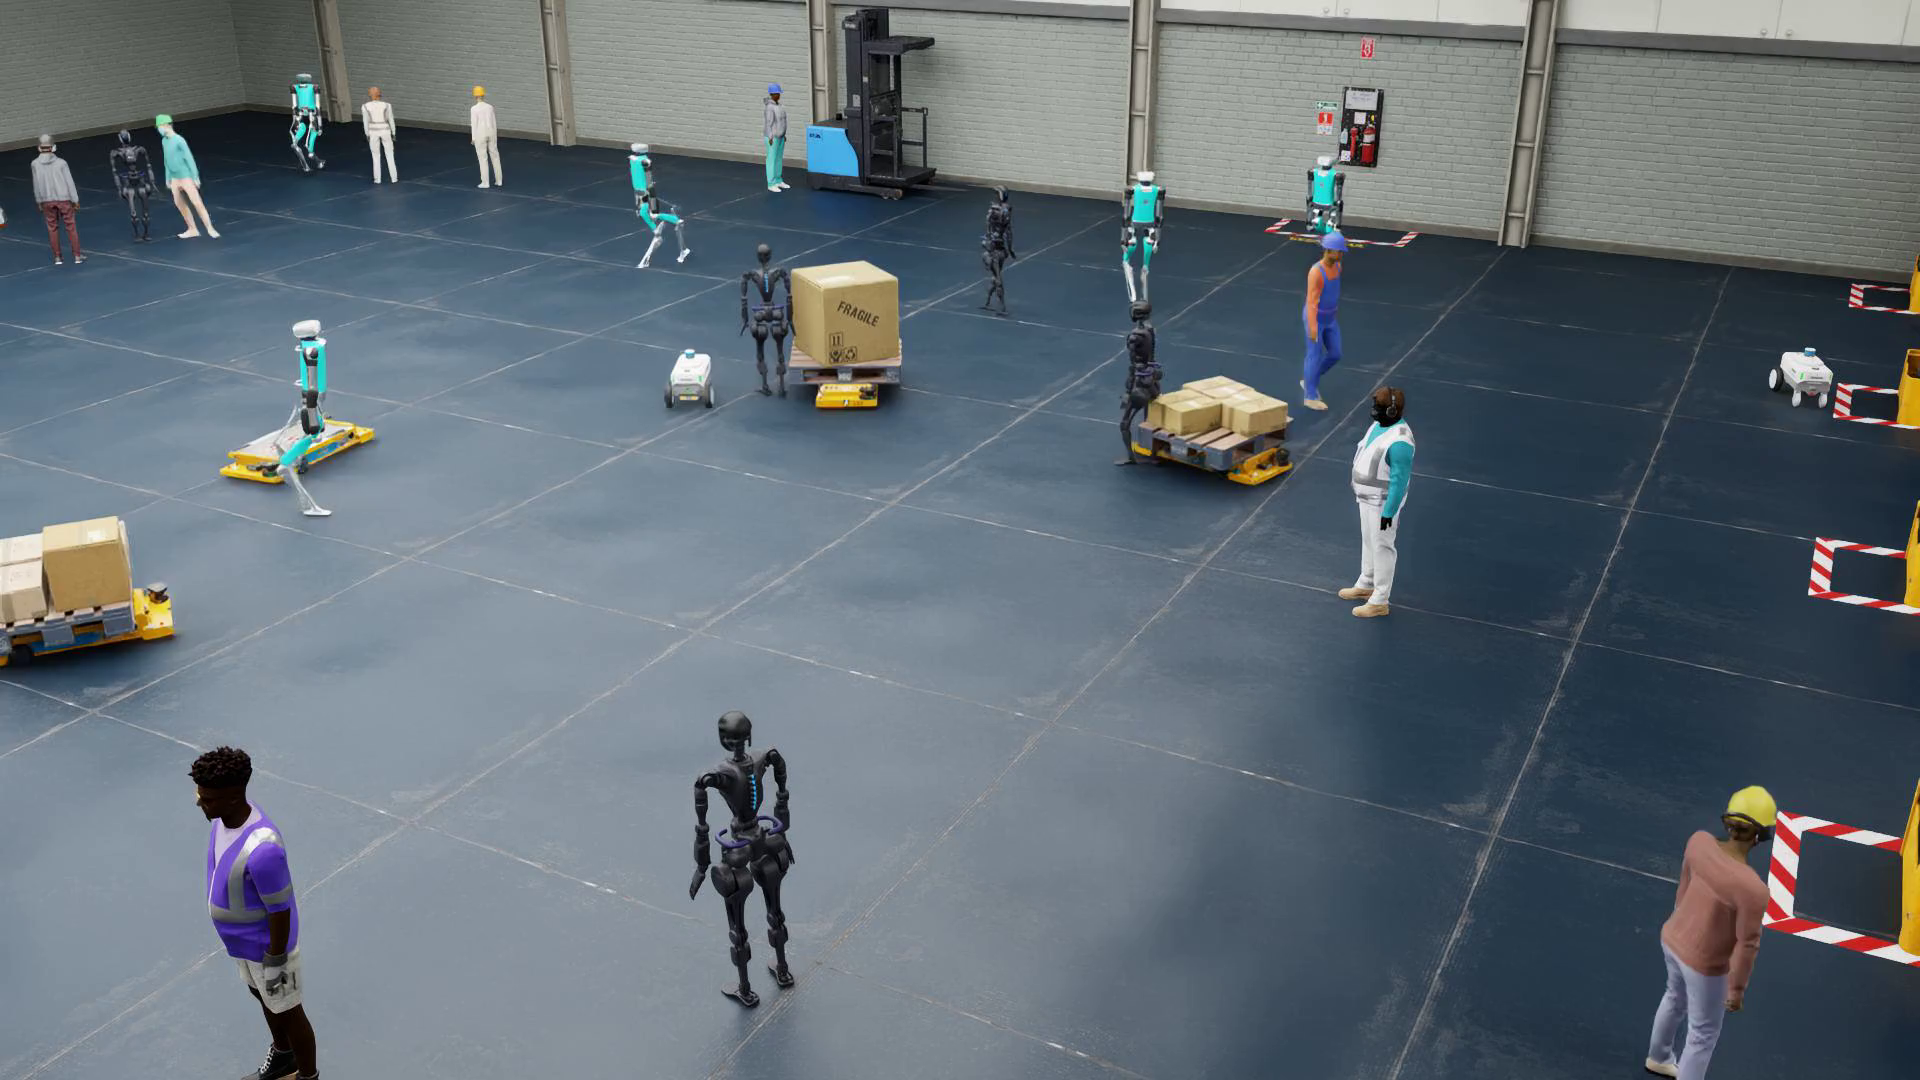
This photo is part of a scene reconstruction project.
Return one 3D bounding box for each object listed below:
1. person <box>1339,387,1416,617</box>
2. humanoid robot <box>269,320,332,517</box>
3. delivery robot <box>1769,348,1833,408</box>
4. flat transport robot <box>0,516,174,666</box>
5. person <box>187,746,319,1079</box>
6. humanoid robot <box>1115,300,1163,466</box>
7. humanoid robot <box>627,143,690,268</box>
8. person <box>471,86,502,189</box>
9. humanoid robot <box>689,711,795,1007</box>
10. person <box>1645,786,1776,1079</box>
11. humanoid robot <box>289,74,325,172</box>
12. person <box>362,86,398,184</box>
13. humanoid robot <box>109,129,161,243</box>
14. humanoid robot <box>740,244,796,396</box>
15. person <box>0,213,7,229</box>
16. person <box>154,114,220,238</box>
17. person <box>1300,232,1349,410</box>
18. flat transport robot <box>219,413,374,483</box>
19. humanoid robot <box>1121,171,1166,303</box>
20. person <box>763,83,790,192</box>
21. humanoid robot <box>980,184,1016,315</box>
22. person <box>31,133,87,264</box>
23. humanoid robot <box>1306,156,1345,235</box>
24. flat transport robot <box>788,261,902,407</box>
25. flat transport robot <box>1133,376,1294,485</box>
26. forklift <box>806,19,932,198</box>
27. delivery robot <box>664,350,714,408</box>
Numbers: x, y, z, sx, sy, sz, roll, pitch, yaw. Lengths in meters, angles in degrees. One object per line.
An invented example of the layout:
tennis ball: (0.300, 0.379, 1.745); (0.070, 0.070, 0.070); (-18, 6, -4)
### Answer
person: (3.236, -0.303, 12.878); (0.429, 1.844, 0.621); (-2, 23, -4)
humanoid robot: (-5.922, -1.010, 14.764); (0.751, 1.862, 0.561); (-6, 24, -15)
delivery robot: (9.112, -1.774, 17.954); (0.499, 0.614, 0.791); (4, 23, 8)
flat transport robot: (-6.802, 0.637, 12.679); (1.431, 0.231, 0.659); (-11, 26, -24)
person: (-3.279, 1.833, 7.748); (0.368, 1.966, 0.605); (-20, 30, -38)
humanoid robot: (1.728, -1.482, 15.834); (0.353, 1.650, 0.594); (12, 26, 26)
humanoid robot: (-4.150, -4.693, 23.283); (0.998, 1.783, 0.531); (-18, 29, -35)
person: (-8.088, -6.848, 28.295); (0.326, 1.696, 0.484); (21, 31, 40)
humanoid robot: (-1.110, 1.625, 8.581); (0.599, 1.654, 0.315); (-16, 28, -33)
person: (3.515, 1.940, 7.784); (0.414, 1.737, 0.564); (-5, 24, -11)
humanoid robot: (-11.514, -7.271, 29.228); (0.539, 1.725, 1.026); (1, 23, 2)
person: (-9.988, -6.975, 28.673); (0.514, 1.632, 0.310); (-7, 24, -16)
humanoid robot: (-12.138, -5.220, 24.538); (0.597, 1.652, 0.457); (-18, 29, -35)
humanoid robot: (-2.070, -2.365, 17.895); (0.600, 1.642, 0.316); (-5, 24, -11)
person: (-15.050, -5.511, 25.090); (0.517, 1.785, 0.958); (19, 30, 37)
person: (-11.508, -5.403, 24.774); (0.706, 1.829, 0.429); (11, 26, 25)
person: (3.800, -2.293, 17.433); (0.542, 1.893, 0.427); (-17, 28, -34)
flat transport robot: (-6.467, -0.900, 16.259); (0.659, 0.231, 1.431); (8, 25, 19)
humanoid robot: (2.286, -3.823, 21.342); (0.543, 1.889, 0.717); (-2, 23, -5)
person: (-3.121, -6.803, 28.093); (0.361, 1.778, 0.522); (8, 25, 19)
humanoid robot: (0.516, -3.650, 20.906); (0.684, 1.633, 0.603); (15, 28, 32)
person: (-12.686, -4.791, 23.372); (0.551, 1.806, 0.381); (-6, 24, -14)
humanoid robot: (4.946, -4.287, 22.275); (0.541, 1.739, 0.964); (18, 29, 36)
flat transport robot: (-1.243, -1.763, 18.268); (0.659, 0.231, 1.431); (-1, 23, -2)
flat transport robot: (2.455, -0.857, 16.159); (1.431, 0.231, 0.659); (20, 30, 39)
forklift: (-1.573, -7.292, 27.850); (1.873, 2.768, 1.129); (12, 26, 25)
delivery robot: (-2.885, -1.725, 17.840); (0.499, 0.614, 0.818); (0, 23, -1)
